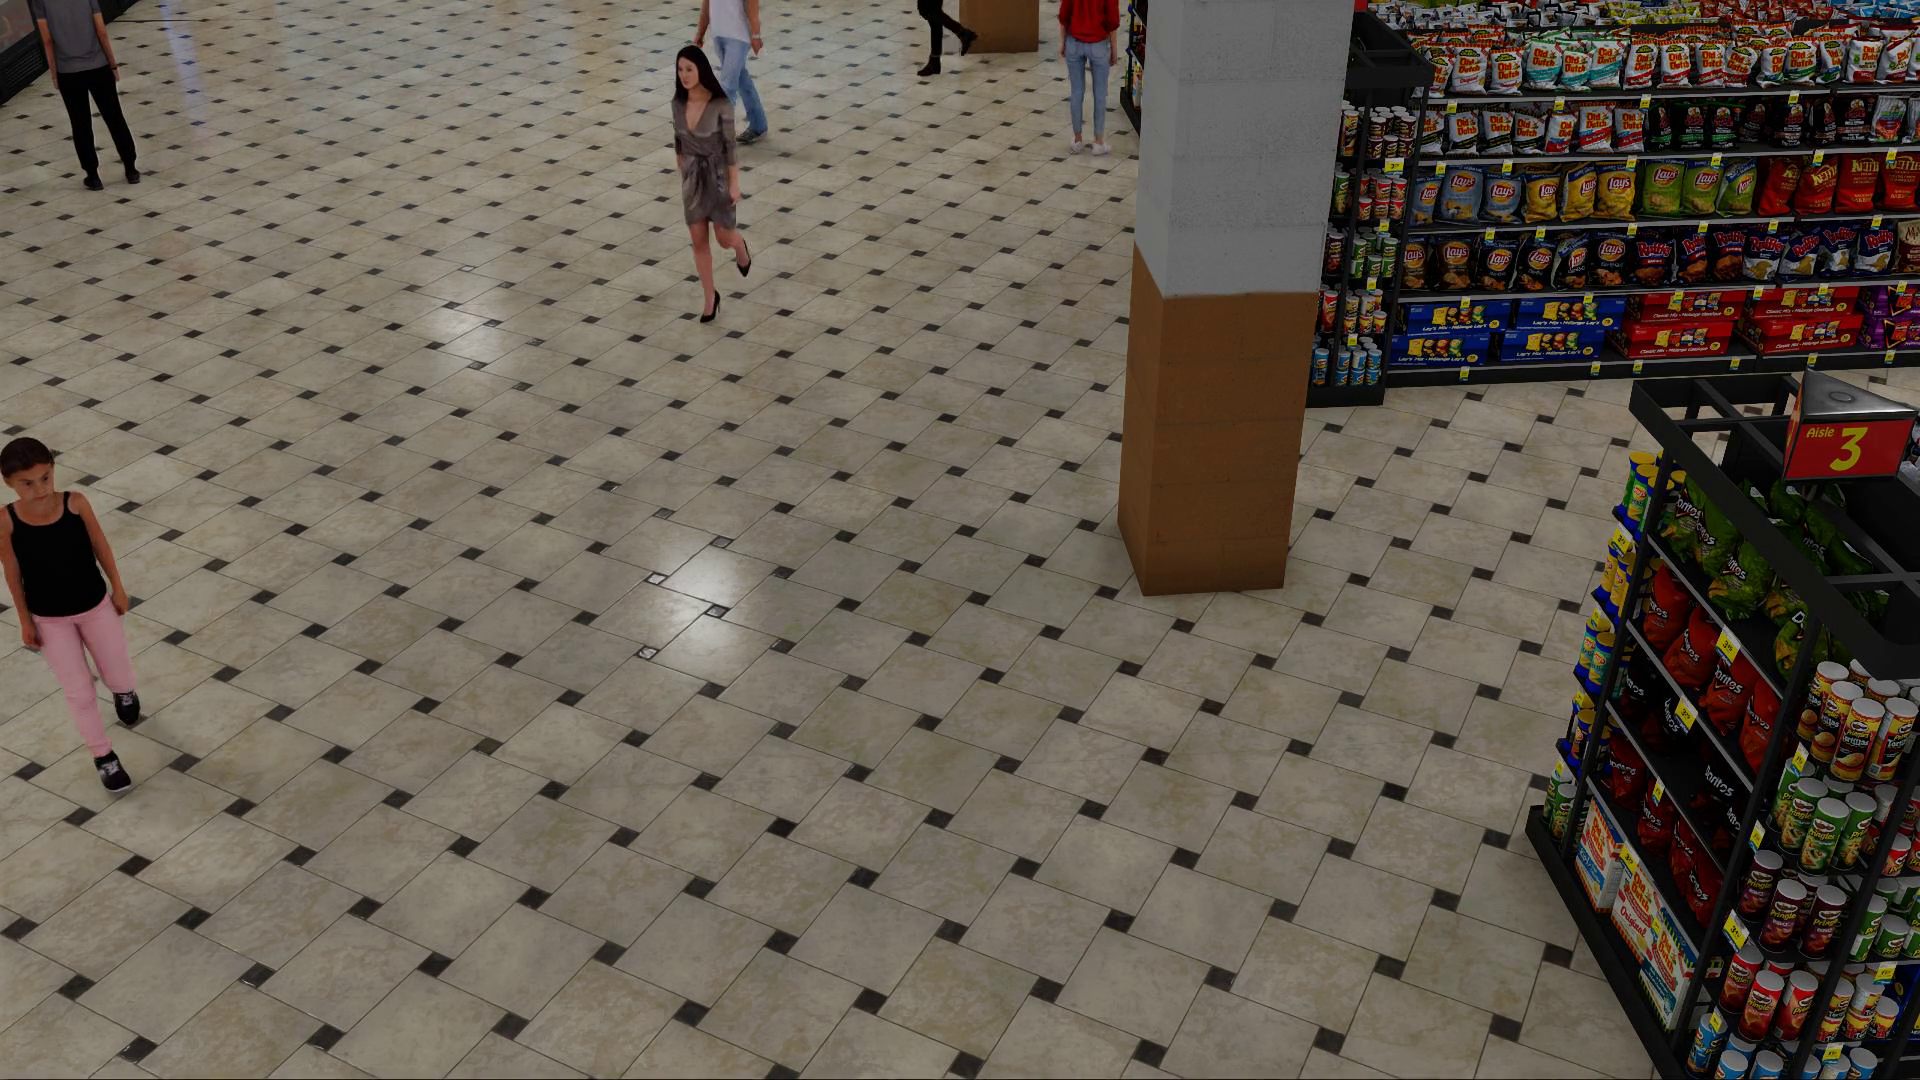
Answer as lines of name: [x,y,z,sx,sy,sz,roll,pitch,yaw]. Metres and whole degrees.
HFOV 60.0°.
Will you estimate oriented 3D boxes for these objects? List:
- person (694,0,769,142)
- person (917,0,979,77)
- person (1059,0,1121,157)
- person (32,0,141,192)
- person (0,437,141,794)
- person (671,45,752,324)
person: [-1.745,-4.032,13.226,1.181,1.828,1.035,-22,38,-31]
person: [-0.139,-5.073,14.988,0.937,1.734,0.795,-12,34,-19]
person: [0.997,-3.891,13.132,0.629,1.687,0.780,3,32,4]
person: [-6.579,-3.523,12.480,0.643,1.752,0.756,-20,37,-29]
person: [-3.535,0.252,6.609,0.841,1.544,0.824,-18,36,-26]
person: [-1.543,-2.239,10.433,0.895,1.734,0.853,10,33,16]
